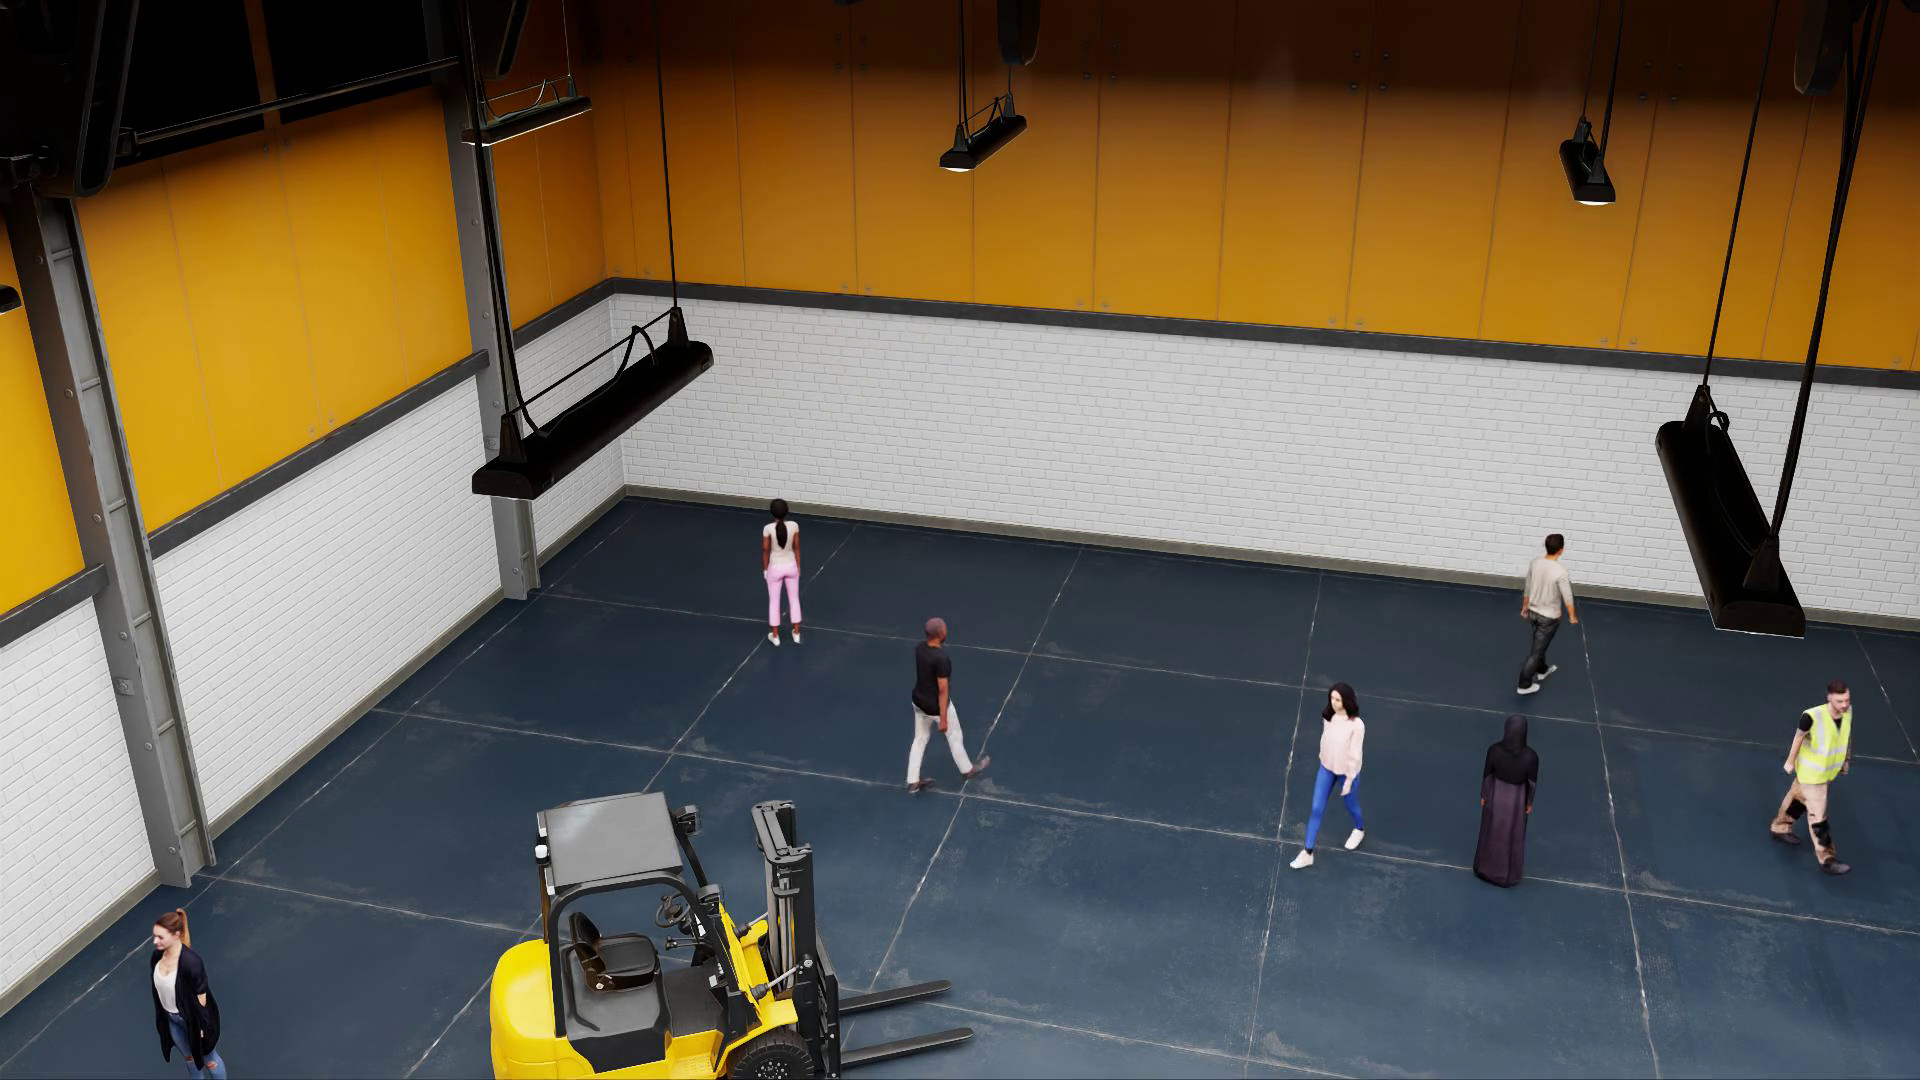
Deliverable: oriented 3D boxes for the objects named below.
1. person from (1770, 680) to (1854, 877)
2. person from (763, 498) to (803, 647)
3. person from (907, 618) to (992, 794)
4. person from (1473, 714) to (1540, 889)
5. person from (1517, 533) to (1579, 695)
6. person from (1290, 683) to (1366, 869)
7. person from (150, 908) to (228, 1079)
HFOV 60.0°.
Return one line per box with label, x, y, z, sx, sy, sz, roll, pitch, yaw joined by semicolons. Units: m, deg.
person;7.486;1.994;14.658;1.165;1.777;1.295;-10;25;-21
person;-1.970;0.338;18.490;0.650;1.741;0.676;-8;25;-18
person;-0.323;1.587;15.594;1.196;1.772;1.090;-16;28;-32
person;4.712;2.224;14.335;0.631;1.614;0.623;10;25;21
person;6.050;0.801;17.368;1.038;1.792;0.982;-13;27;-27
person;3.397;2.043;14.610;1.226;1.726;1.055;-18;30;-36
person;-5.426;3.335;11.705;0.659;1.684;0.596;10;25;21
